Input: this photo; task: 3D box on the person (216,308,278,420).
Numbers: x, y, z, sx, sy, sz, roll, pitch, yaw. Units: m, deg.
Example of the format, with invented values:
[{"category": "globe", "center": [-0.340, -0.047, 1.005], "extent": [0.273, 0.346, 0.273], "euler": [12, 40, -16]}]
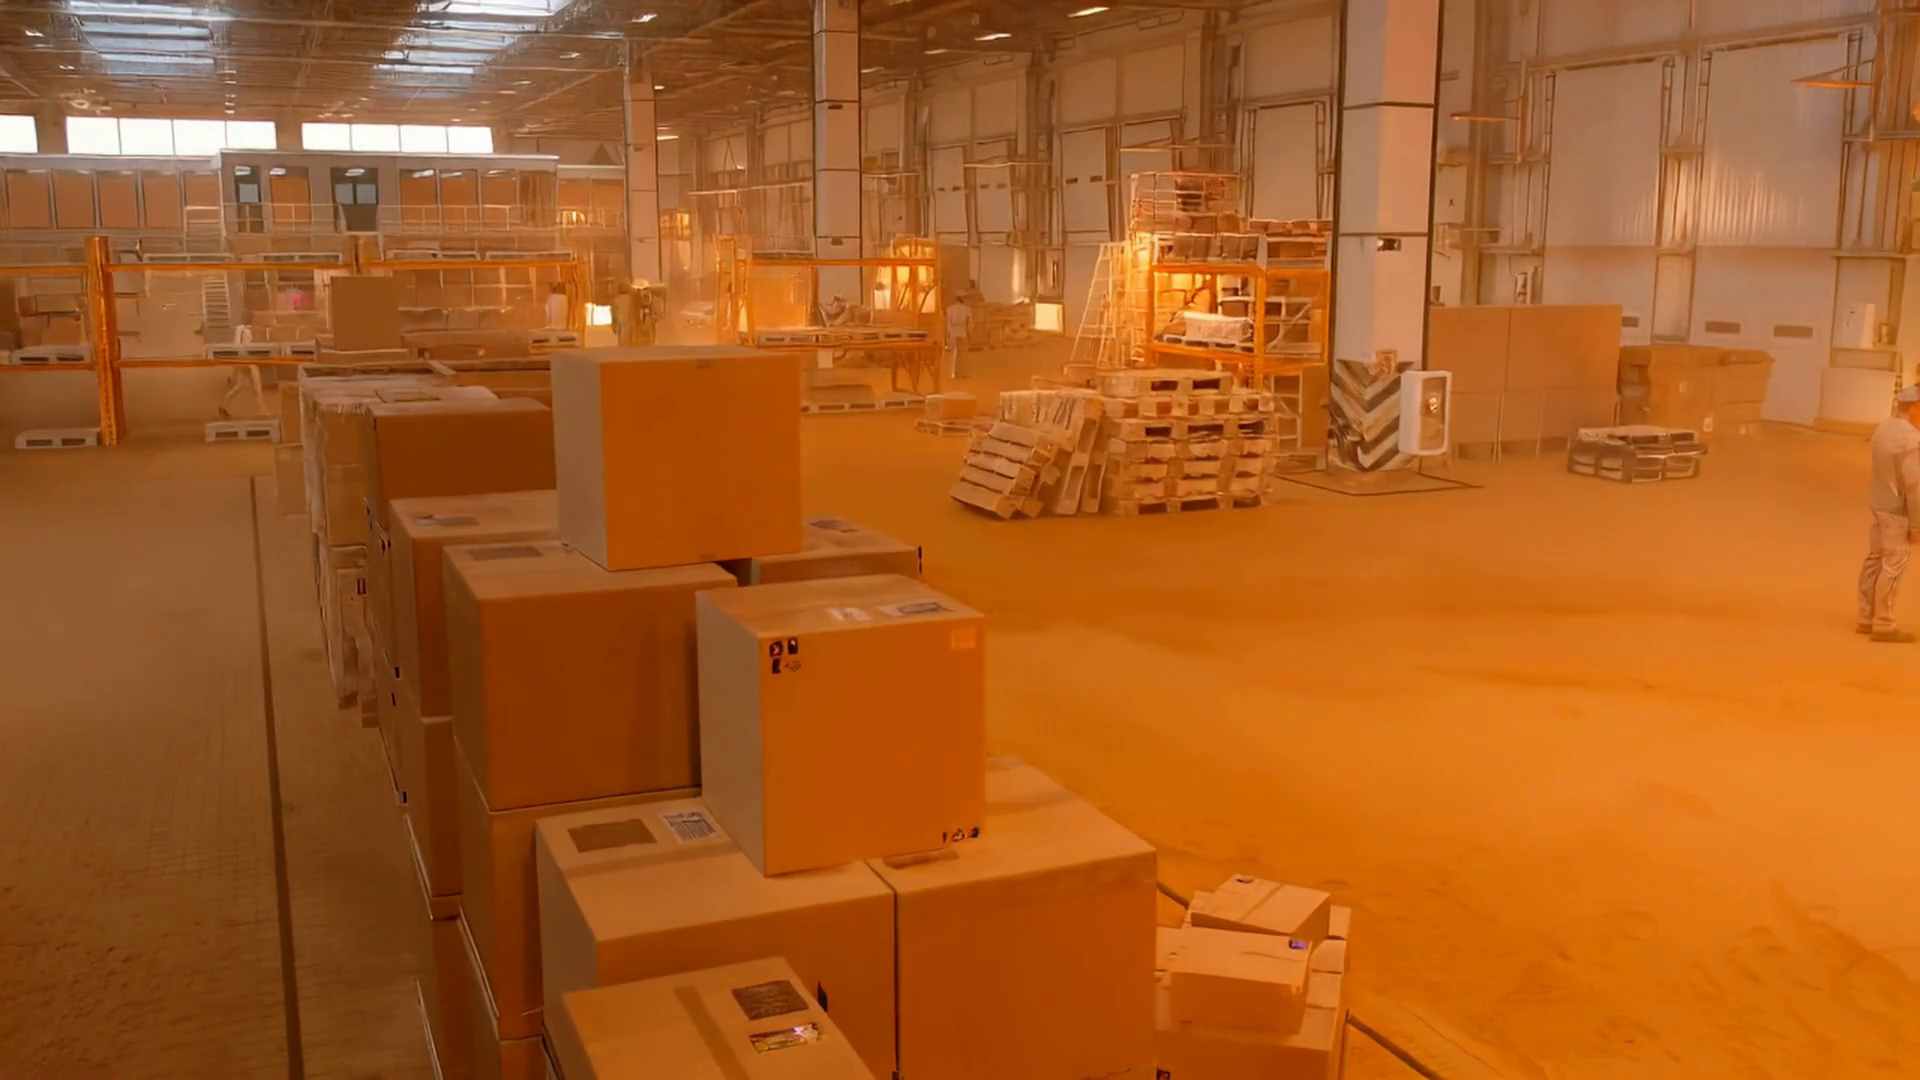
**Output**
[{"category": "person", "center": [-11.904, -2.910, 27.578], "extent": [0.906, 1.857, 0.584], "euler": [-9, 14, -42]}]

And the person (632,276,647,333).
[{"category": "person", "center": [-10.014, -7.311, 51.892], "extent": [0.431, 1.836, 0.631], "euler": [3, 11, 14]}]

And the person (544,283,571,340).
[{"category": "person", "center": [-9.919, -5.319, 40.677], "extent": [0.655, 1.906, 0.900], "euler": [-10, 14, -44]}]

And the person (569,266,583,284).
[{"category": "person", "center": [-16.439, -10.859, 71.381], "extent": [0.601, 1.844, 0.877], "euler": [-6, 12, -32]}]

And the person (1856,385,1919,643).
[{"category": "person", "center": [6.965, -0.192, 12.379], "extent": [0.384, 1.930, 0.634], "euler": [0, 10, 0]}]

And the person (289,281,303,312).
[{"category": "person", "center": [-19.435, -6.707, 48.788], "extent": [0.484, 1.744, 0.296], "euler": [6, 12, 31]}]

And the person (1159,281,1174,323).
[{"category": "person", "center": [5.257, -5.609, 42.250], "extent": [0.392, 1.918, 0.589], "euler": [5, 11, 24]}]

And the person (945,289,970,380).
[{"category": "person", "center": [-0.038, -4.376, 35.433], "extent": [0.590, 1.926, 0.388], "euler": [6, 12, 31]}]

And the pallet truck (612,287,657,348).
[{"category": "pallet truck", "center": [-6.464, -4.406, 35.401], "extent": [0.823, 1.965, 1.885], "euler": [6, 12, 32]}]

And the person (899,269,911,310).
[{"category": "person", "center": [-1.791, -8.244, 56.640], "extent": [0.626, 1.969, 0.769], "euler": [-3, 11, -15]}]

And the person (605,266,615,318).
[{"category": "person", "center": [-13.275, -9.397, 63.074], "extent": [0.361, 1.938, 0.545], "euler": [-2, 10, -9]}]

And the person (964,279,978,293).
[{"category": "person", "center": [0.325, -6.703, 48.560], "extent": [0.493, 1.818, 0.656], "euler": [8, 13, 36]}]

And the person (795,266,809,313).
[{"category": "person", "center": [-6.298, -10.102, 67.087], "extent": [0.630, 1.895, 0.994], "euler": [-5, 11, -25]}]

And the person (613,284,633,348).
[{"category": "person", "center": [-8.462, -5.552, 42.176], "extent": [0.503, 1.827, 0.932], "euler": [4, 11, 21]}]
